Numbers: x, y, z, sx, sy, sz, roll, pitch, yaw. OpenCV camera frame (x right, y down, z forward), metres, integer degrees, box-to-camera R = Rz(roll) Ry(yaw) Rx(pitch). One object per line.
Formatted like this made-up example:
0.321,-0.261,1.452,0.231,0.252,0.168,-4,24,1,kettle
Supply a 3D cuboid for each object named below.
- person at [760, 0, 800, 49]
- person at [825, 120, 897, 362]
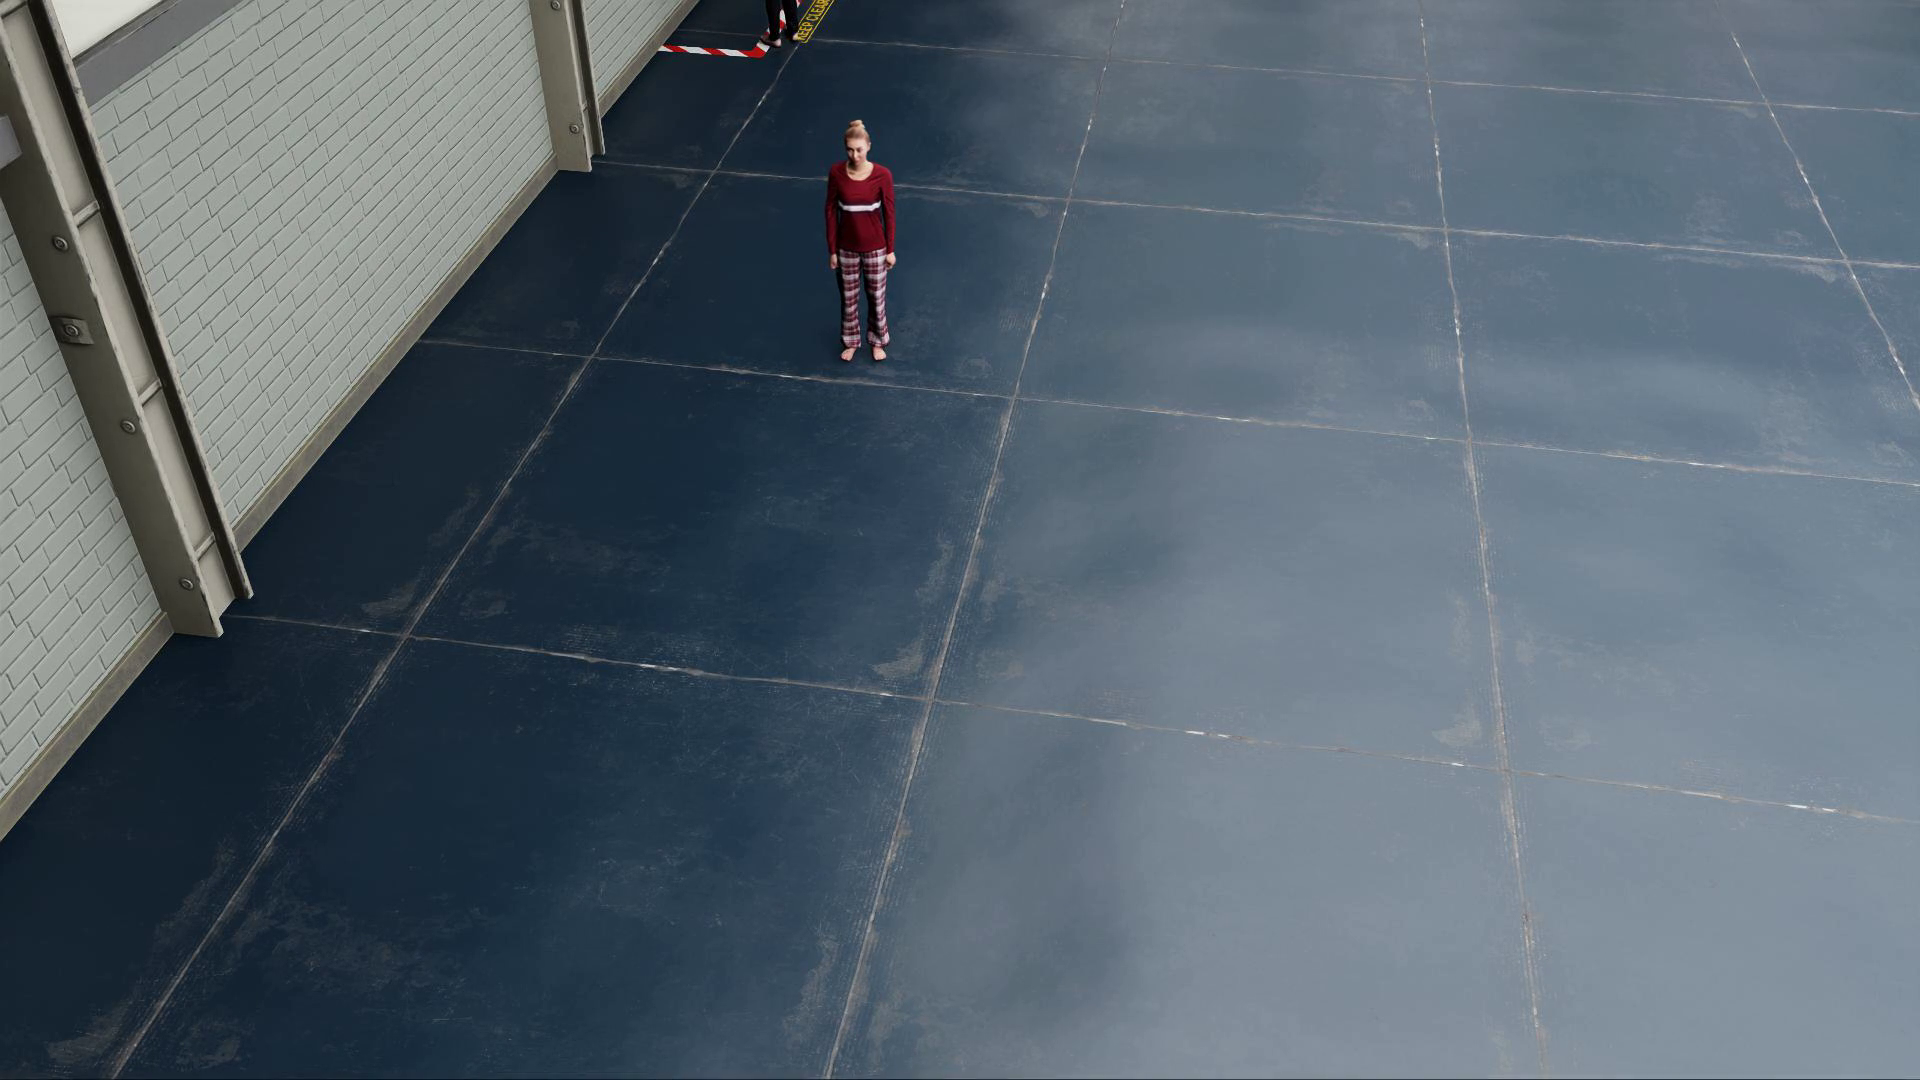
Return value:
-1.740,-5.491,15.717,0.746,1.617,0.819,-28,46,-31,person
-0.665,-1.985,11.171,0.650,1.698,0.564,-1,38,-1,person
